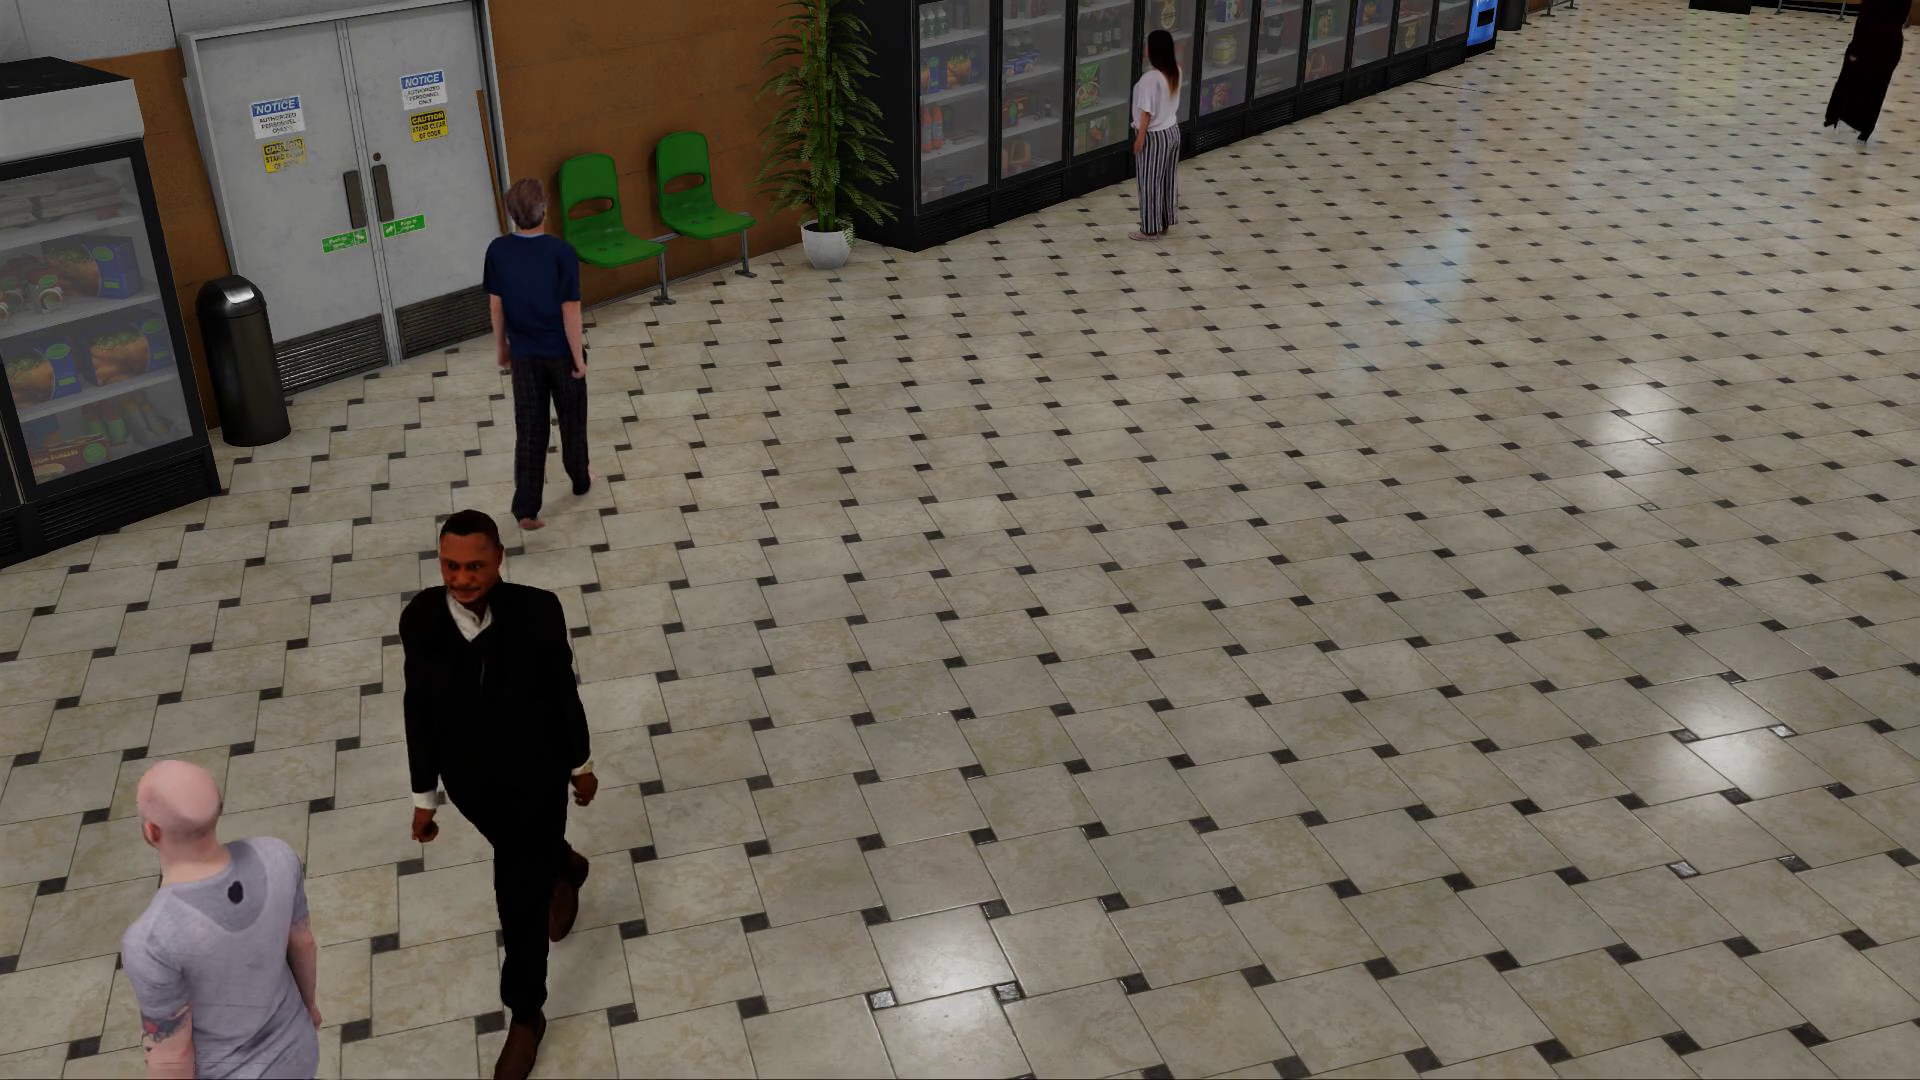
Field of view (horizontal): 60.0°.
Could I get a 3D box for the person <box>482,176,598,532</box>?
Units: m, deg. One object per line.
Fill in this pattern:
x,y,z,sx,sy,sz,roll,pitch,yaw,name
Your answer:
-2.191,-0.924,8.661,1.175,1.831,1.162,0,27,0,person

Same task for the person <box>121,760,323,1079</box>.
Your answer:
-1.740,1.362,4.161,0.723,1.822,0.751,13,30,24,person

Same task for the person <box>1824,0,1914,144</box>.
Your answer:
9.076,-4.781,16.398,1.056,1.711,1.065,1,27,3,person

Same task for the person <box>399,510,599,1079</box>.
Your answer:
-1.439,0.712,5.408,1.298,1.855,1.209,3,27,5,person

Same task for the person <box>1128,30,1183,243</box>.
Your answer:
1.595,-3.273,13.459,0.621,1.680,0.684,18,32,32,person
